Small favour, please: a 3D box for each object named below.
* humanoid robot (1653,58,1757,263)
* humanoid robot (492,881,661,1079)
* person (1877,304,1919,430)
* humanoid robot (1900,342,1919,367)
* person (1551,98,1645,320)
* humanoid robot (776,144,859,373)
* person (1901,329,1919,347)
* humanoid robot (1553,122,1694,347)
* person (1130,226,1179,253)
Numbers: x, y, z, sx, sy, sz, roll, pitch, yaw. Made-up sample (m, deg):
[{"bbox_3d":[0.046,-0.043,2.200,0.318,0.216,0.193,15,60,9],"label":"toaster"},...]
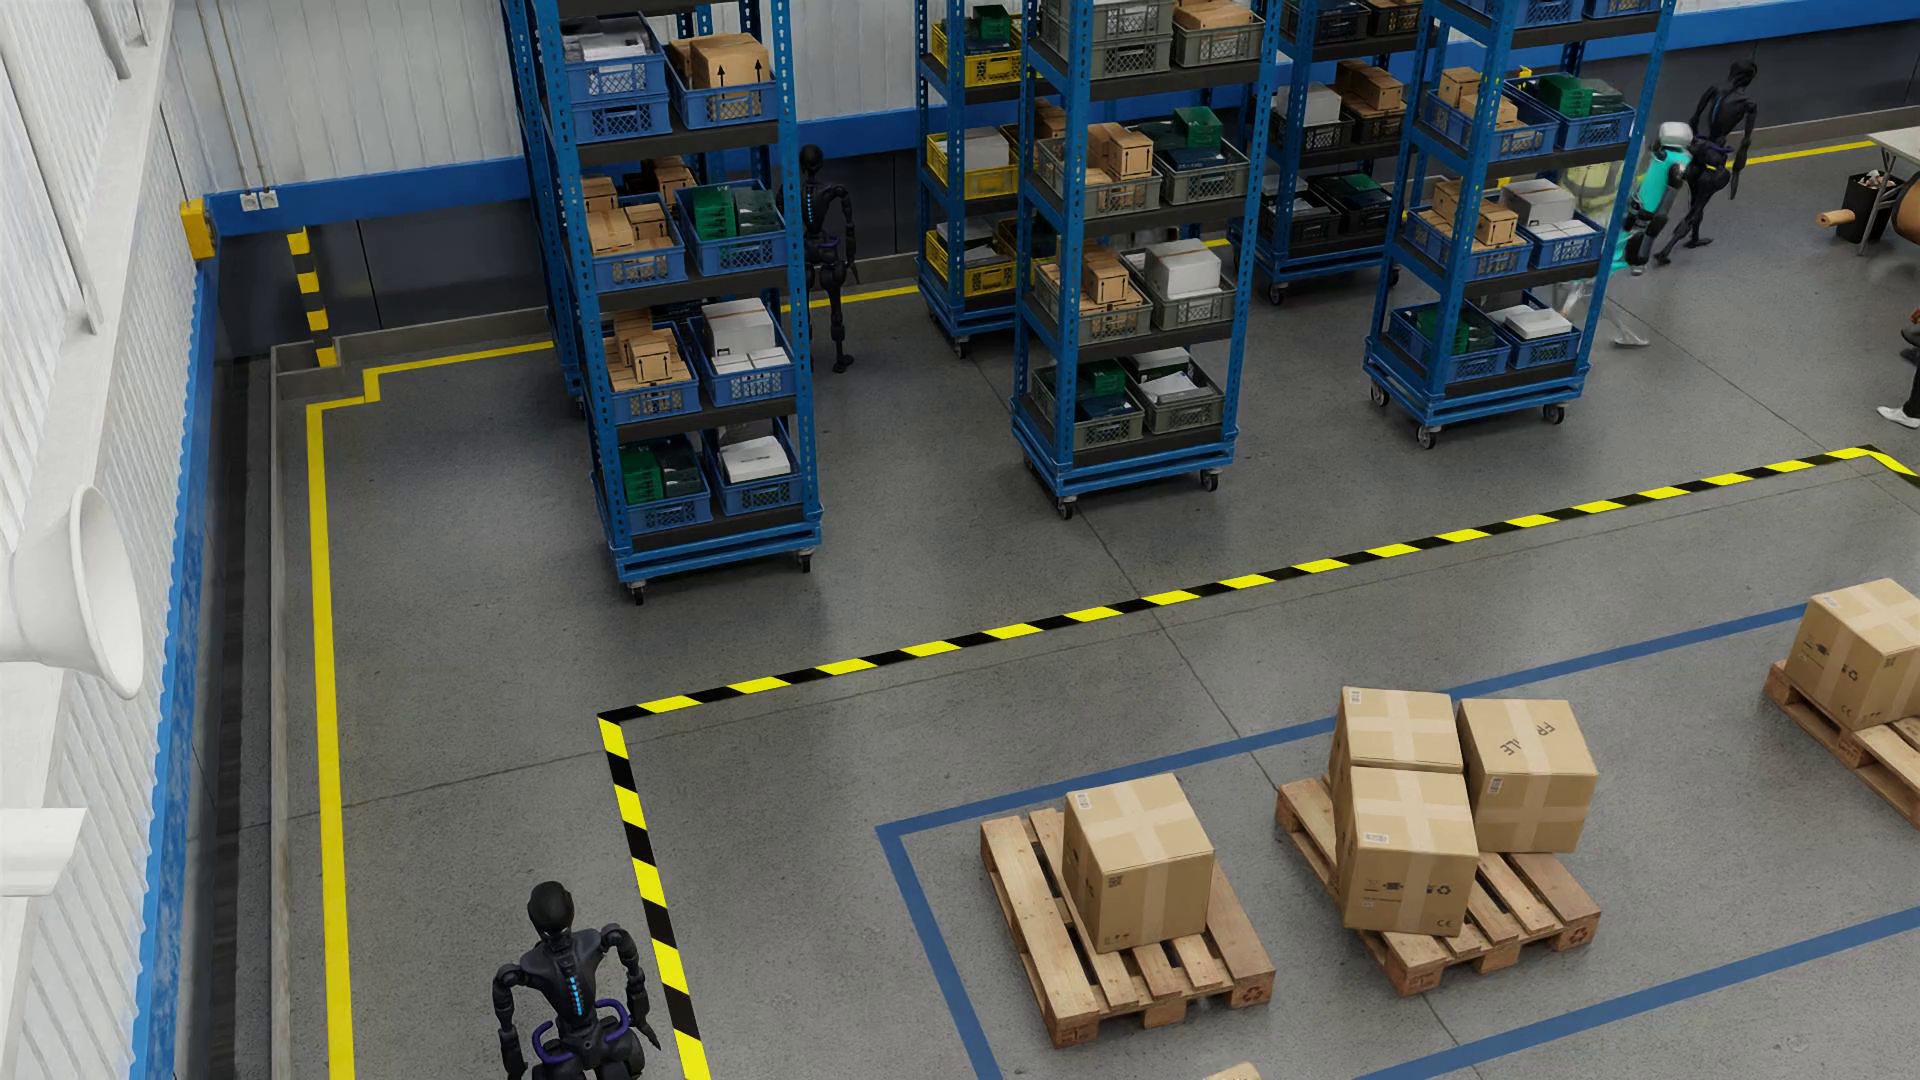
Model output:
[{"bbox_3d":[5.884,-2.982,13.107,0.774,1.626,0.612,-17,39,-22],"label":"humanoid robot"},{"bbox_3d":[-1.402,1.890,6.140,0.599,1.657,0.315,-18,39,-23],"label":"humanoid robot"},{"bbox_3d":[6.538,-1.602,10.954,0.589,1.852,0.401,-12,37,-16],"label":"person"},{"bbox_3d":[7.183,-1.966,11.631,0.617,1.634,0.610,20,40,26],"label":"humanoid robot"},{"bbox_3d":[4.686,-2.547,12.351,0.647,1.795,0.932,25,42,31],"label":"person"},{"bbox_3d":[-1.007,-1.957,11.594,0.599,1.657,0.315,3,35,5],"label":"humanoid robot"},{"bbox_3d":[7.369,-1.994,11.626,0.941,1.709,0.523,22,41,28],"label":"person"},{"bbox_3d":[4.554,-2.124,11.837,1.020,1.749,0.537,4,35,5],"label":"humanoid robot"},{"bbox_3d":[1.363,-1.937,11.423,0.422,1.860,0.536,-15,38,-20],"label":"person"}]
